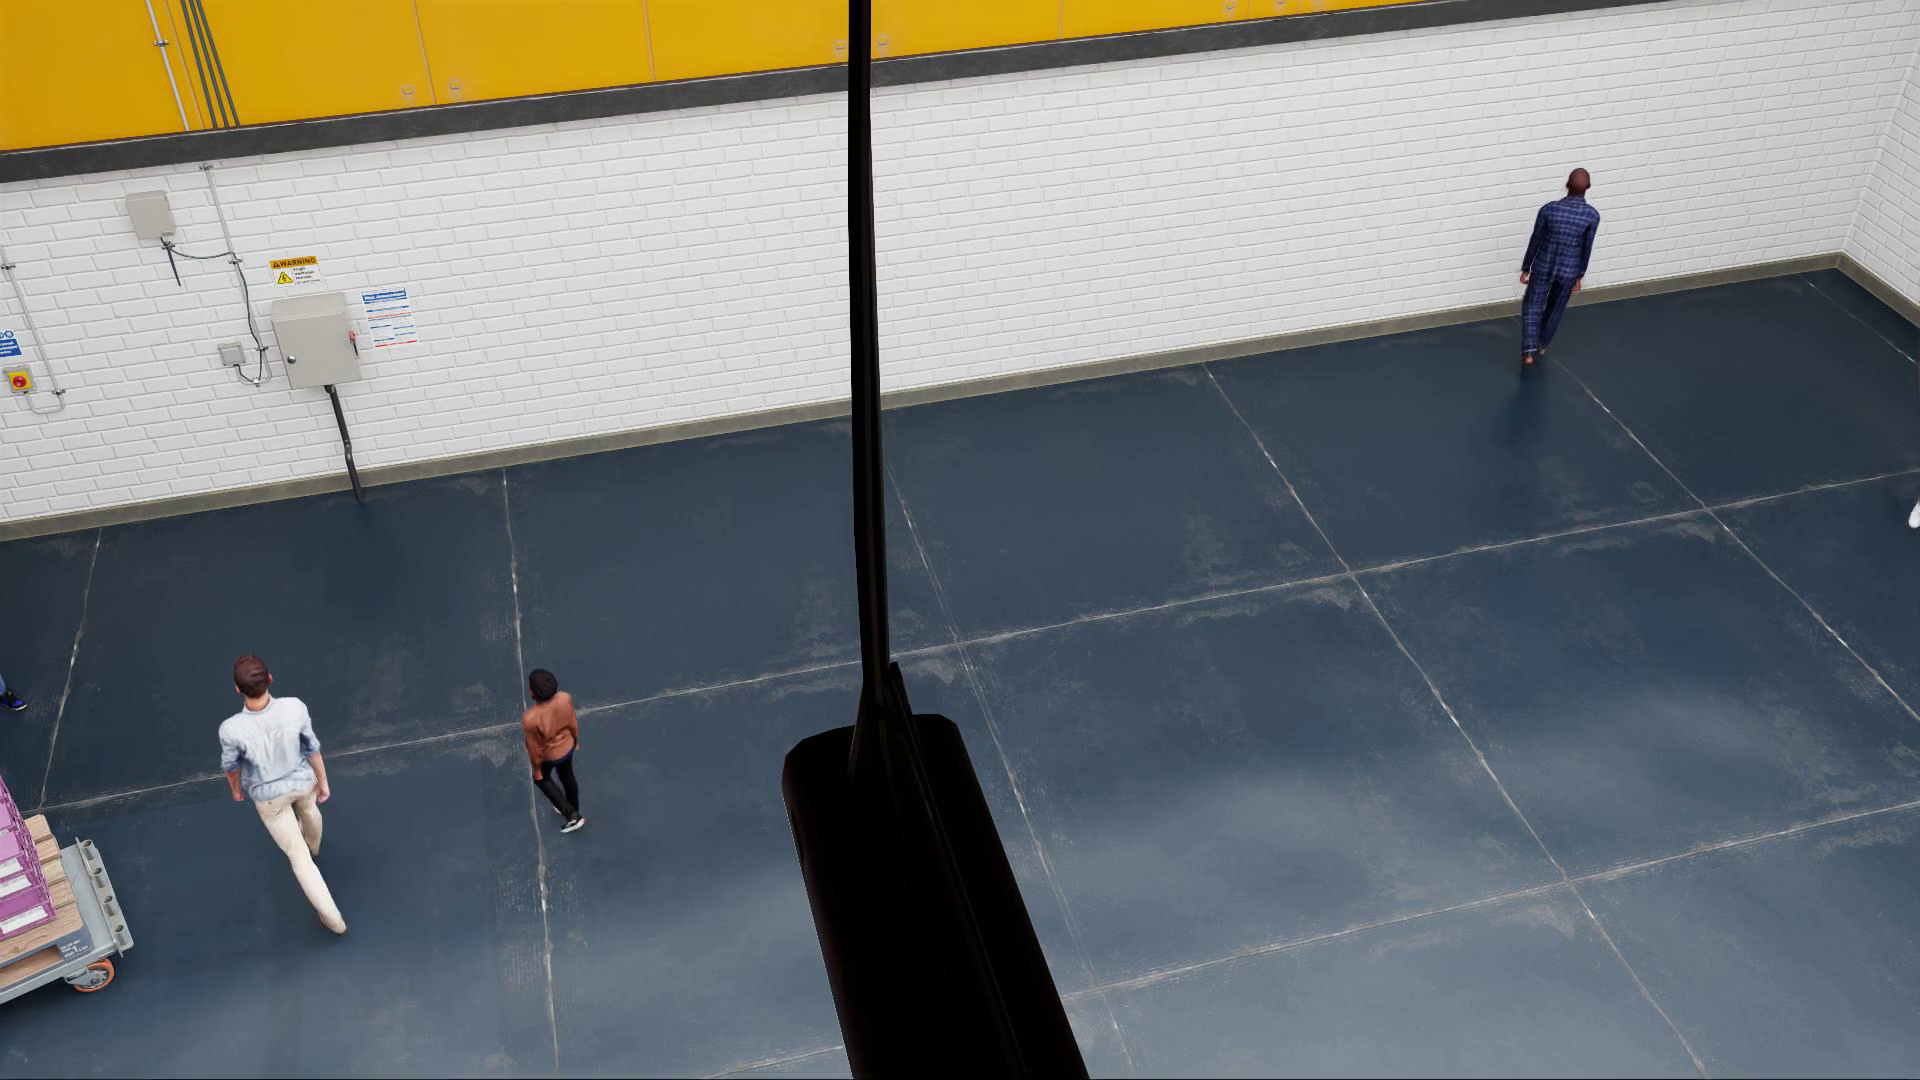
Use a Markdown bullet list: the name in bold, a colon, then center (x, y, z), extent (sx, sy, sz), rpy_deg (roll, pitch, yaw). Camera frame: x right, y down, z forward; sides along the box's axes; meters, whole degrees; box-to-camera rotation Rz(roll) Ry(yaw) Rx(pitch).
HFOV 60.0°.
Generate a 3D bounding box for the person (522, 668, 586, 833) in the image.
- **person**: center (-2.392, 1.280, 9.935), extent (0.722, 1.247, 0.663), rpy_deg (27, 46, 30)

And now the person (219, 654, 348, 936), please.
- **person**: center (-3.741, 1.455, 9.271), extent (0.969, 1.803, 1.293), rpy_deg (-25, 45, -28)

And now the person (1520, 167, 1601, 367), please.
- **person**: center (4.974, -2.241, 13.896), extent (0.961, 1.806, 1.099), rpy_deg (10, 40, 12)
